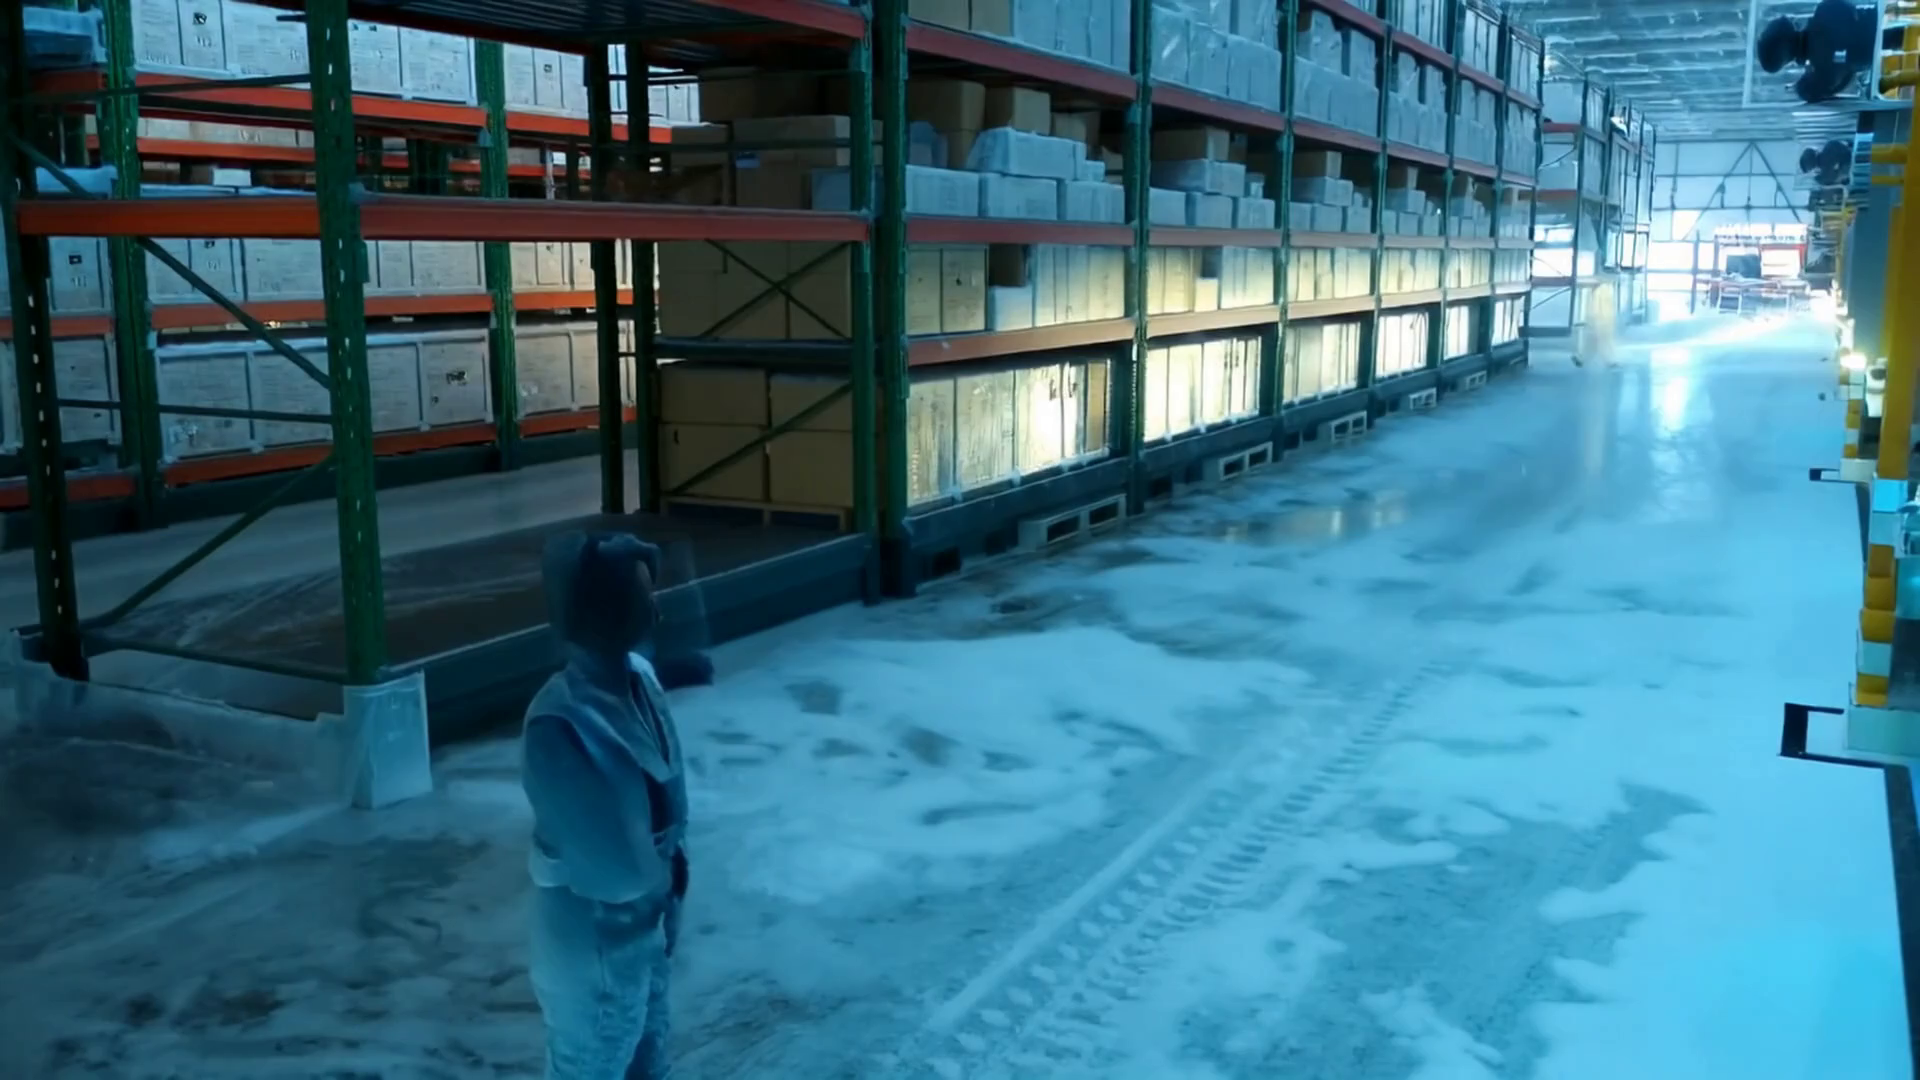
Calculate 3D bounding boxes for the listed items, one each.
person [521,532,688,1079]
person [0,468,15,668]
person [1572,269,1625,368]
[{"bbox_3d":[-0.699,0.796,3.326,0.308,1.640,0.511,1,10,6],"label":"person"},{"bbox_3d":[-5.046,-0.106,8.347,0.498,1.728,0.719,3,10,18],"label":"person"},{"bbox_3d":[12.141,-4.184,31.495,0.872,1.875,0.639,6,11,30],"label":"person"}]
